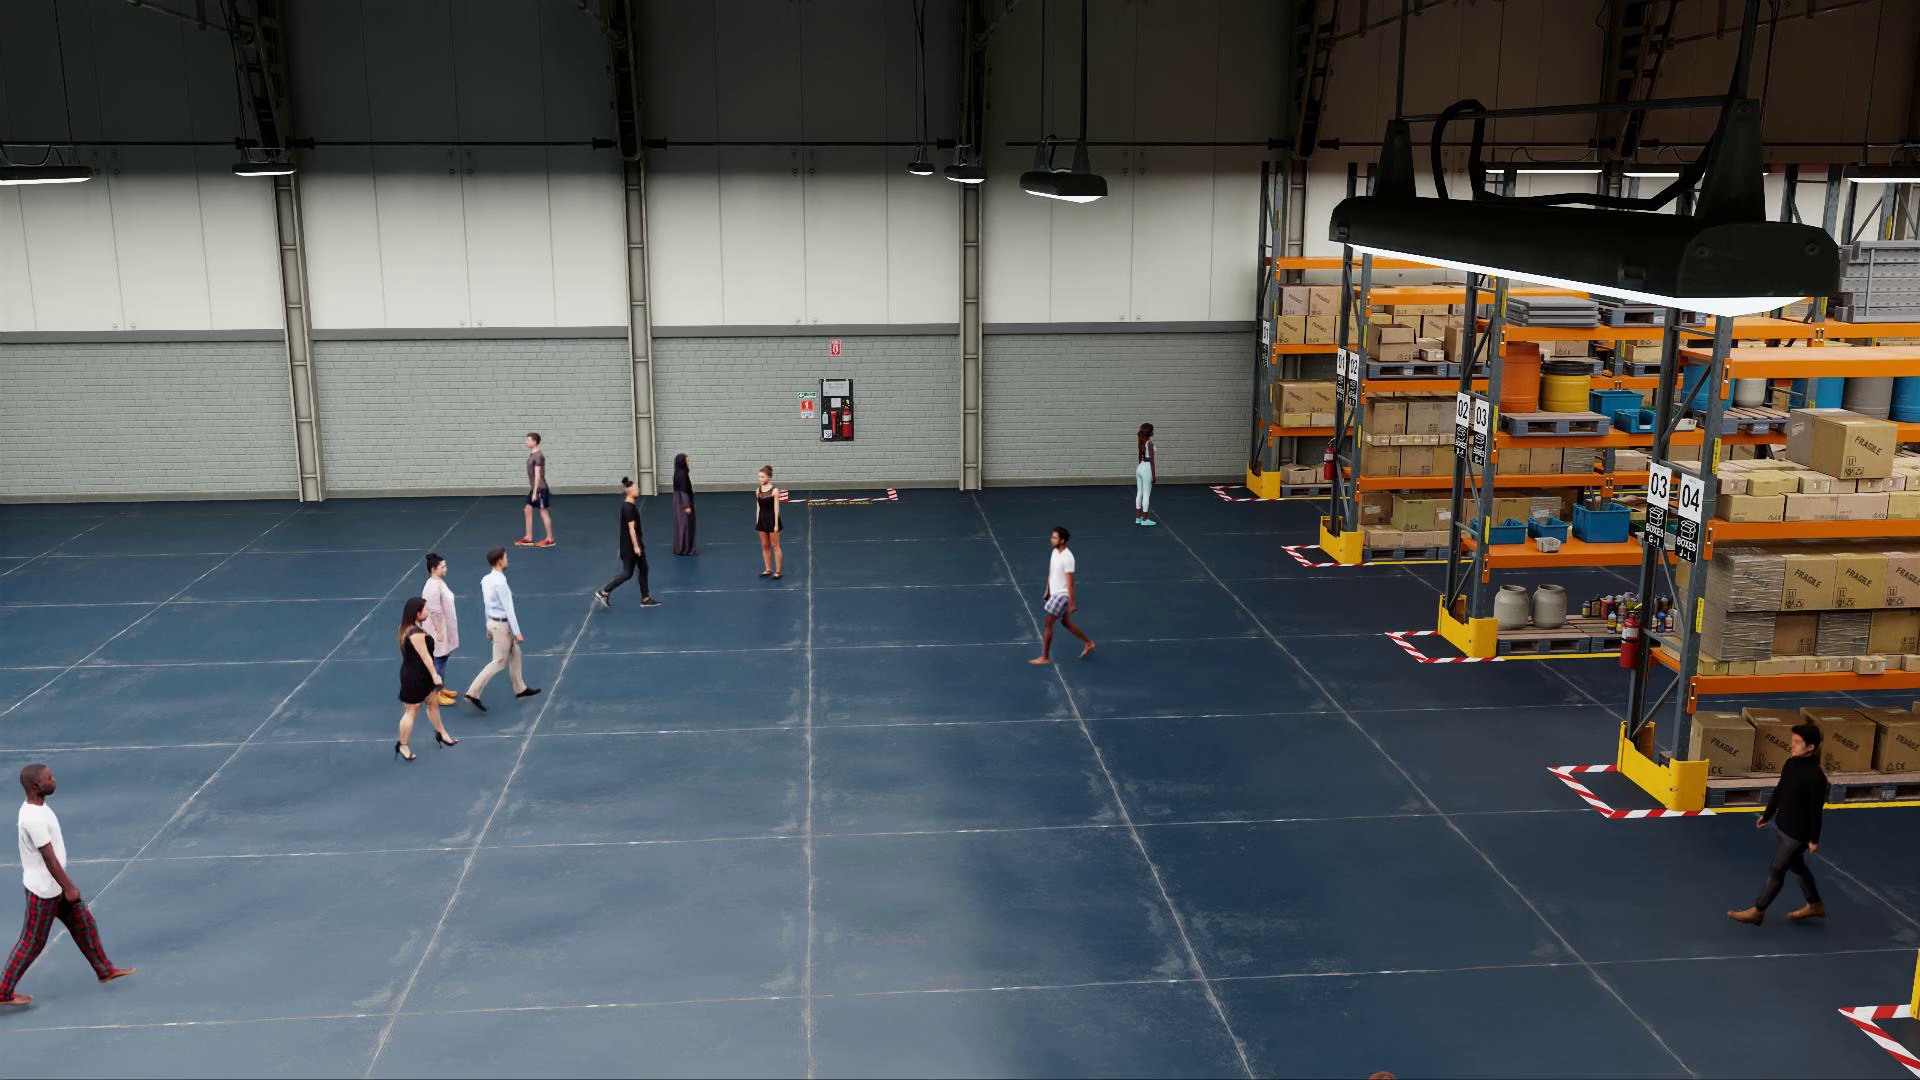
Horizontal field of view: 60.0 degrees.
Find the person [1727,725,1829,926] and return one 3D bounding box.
[{"bbox_3d":[6.765,2.301,13.367,1.097,1.694,0.791,1,13,5],"label":"person"}]

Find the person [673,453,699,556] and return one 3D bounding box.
[{"bbox_3d":[-4.333,-0.584,26.001,0.623,1.614,0.661,-5,14,-19],"label":"person"}]

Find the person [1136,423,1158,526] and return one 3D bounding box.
[{"bbox_3d":[3.130,-1.124,28.089,0.642,1.725,0.634,-7,15,-27],"label":"person"}]

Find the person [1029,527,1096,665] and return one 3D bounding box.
[{"bbox_3d":[1.314,0.682,20.353,1.152,1.696,0.737,-3,13,-12],"label":"person"}]

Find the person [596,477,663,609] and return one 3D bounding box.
[{"bbox_3d":[-4.573,0.063,22.712,1.081,1.837,0.669,-1,13,-5],"label":"person"}]

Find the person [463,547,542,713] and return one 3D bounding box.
[{"bbox_3d":[-5.205,1.017,18.624,1.286,1.824,1.063,-9,16,-35],"label":"person"}]

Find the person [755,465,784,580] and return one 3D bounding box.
[{"bbox_3d":[-2.806,-0.269,24.492,0.674,1.681,0.752,8,15,31],"label":"person"}]

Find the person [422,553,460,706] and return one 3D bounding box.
[{"bbox_3d":[-5.925,0.994,18.901,0.647,1.743,0.706,-3,13,-11],"label":"person"}]

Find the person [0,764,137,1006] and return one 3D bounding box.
[{"bbox_3d":[-6.739,2.549,12.093,1.258,1.786,0.926,-6,14,-24],"label":"person"}]

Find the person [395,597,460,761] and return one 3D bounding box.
[{"bbox_3d":[-5.663,1.449,17.056,0.997,1.688,0.857,-6,14,-25],"label":"person"}]

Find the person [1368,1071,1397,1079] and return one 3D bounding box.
[{"bbox_3d":[2.415,3.524,9.573,0.517,1.022,0.484,-6,14,-25],"label":"person"}]

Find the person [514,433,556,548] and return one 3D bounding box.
[{"bbox_3d":[-6.605,-0.790,26.398,0.981,1.836,0.858,-7,15,-26],"label":"person"}]
